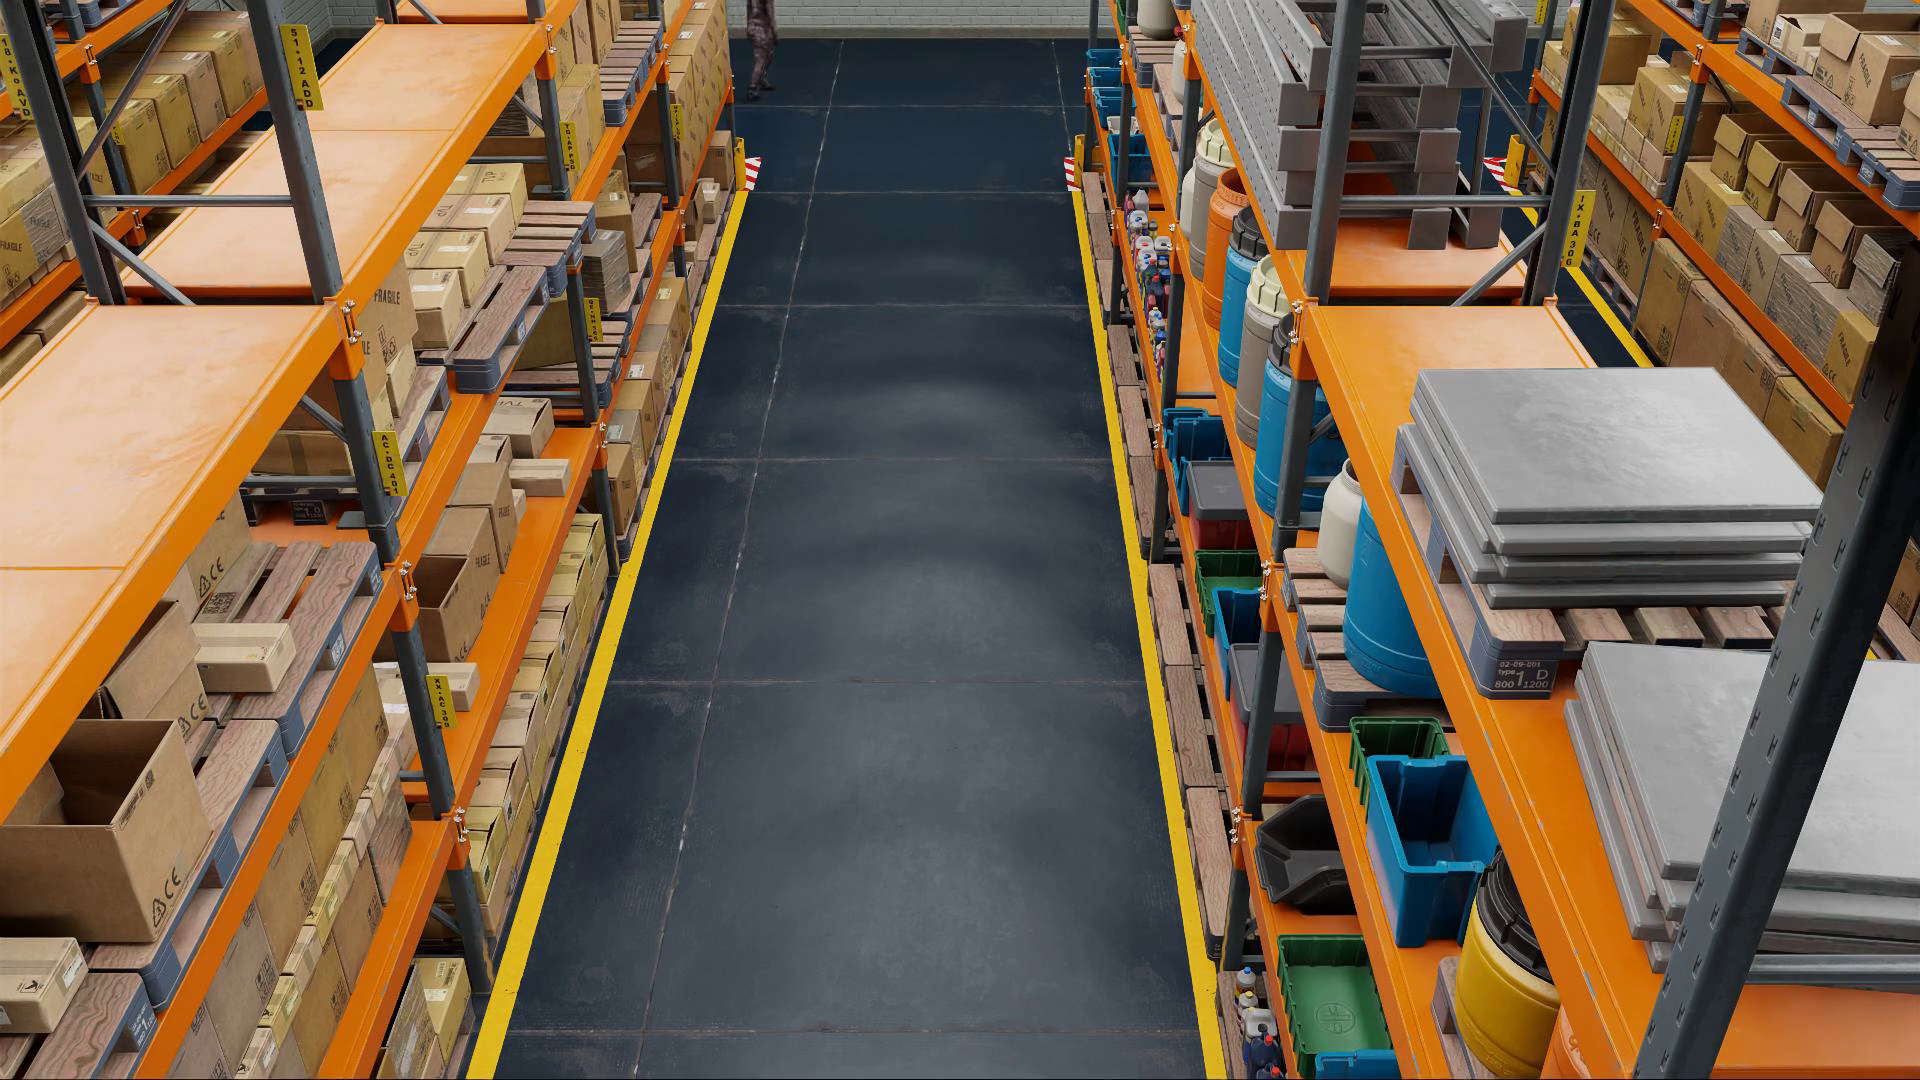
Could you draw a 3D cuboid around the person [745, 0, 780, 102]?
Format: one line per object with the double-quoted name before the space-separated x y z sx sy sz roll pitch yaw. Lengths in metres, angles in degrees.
"person" -2.586 -6.407 21.102 0.813 1.676 0.882 27 42 35
